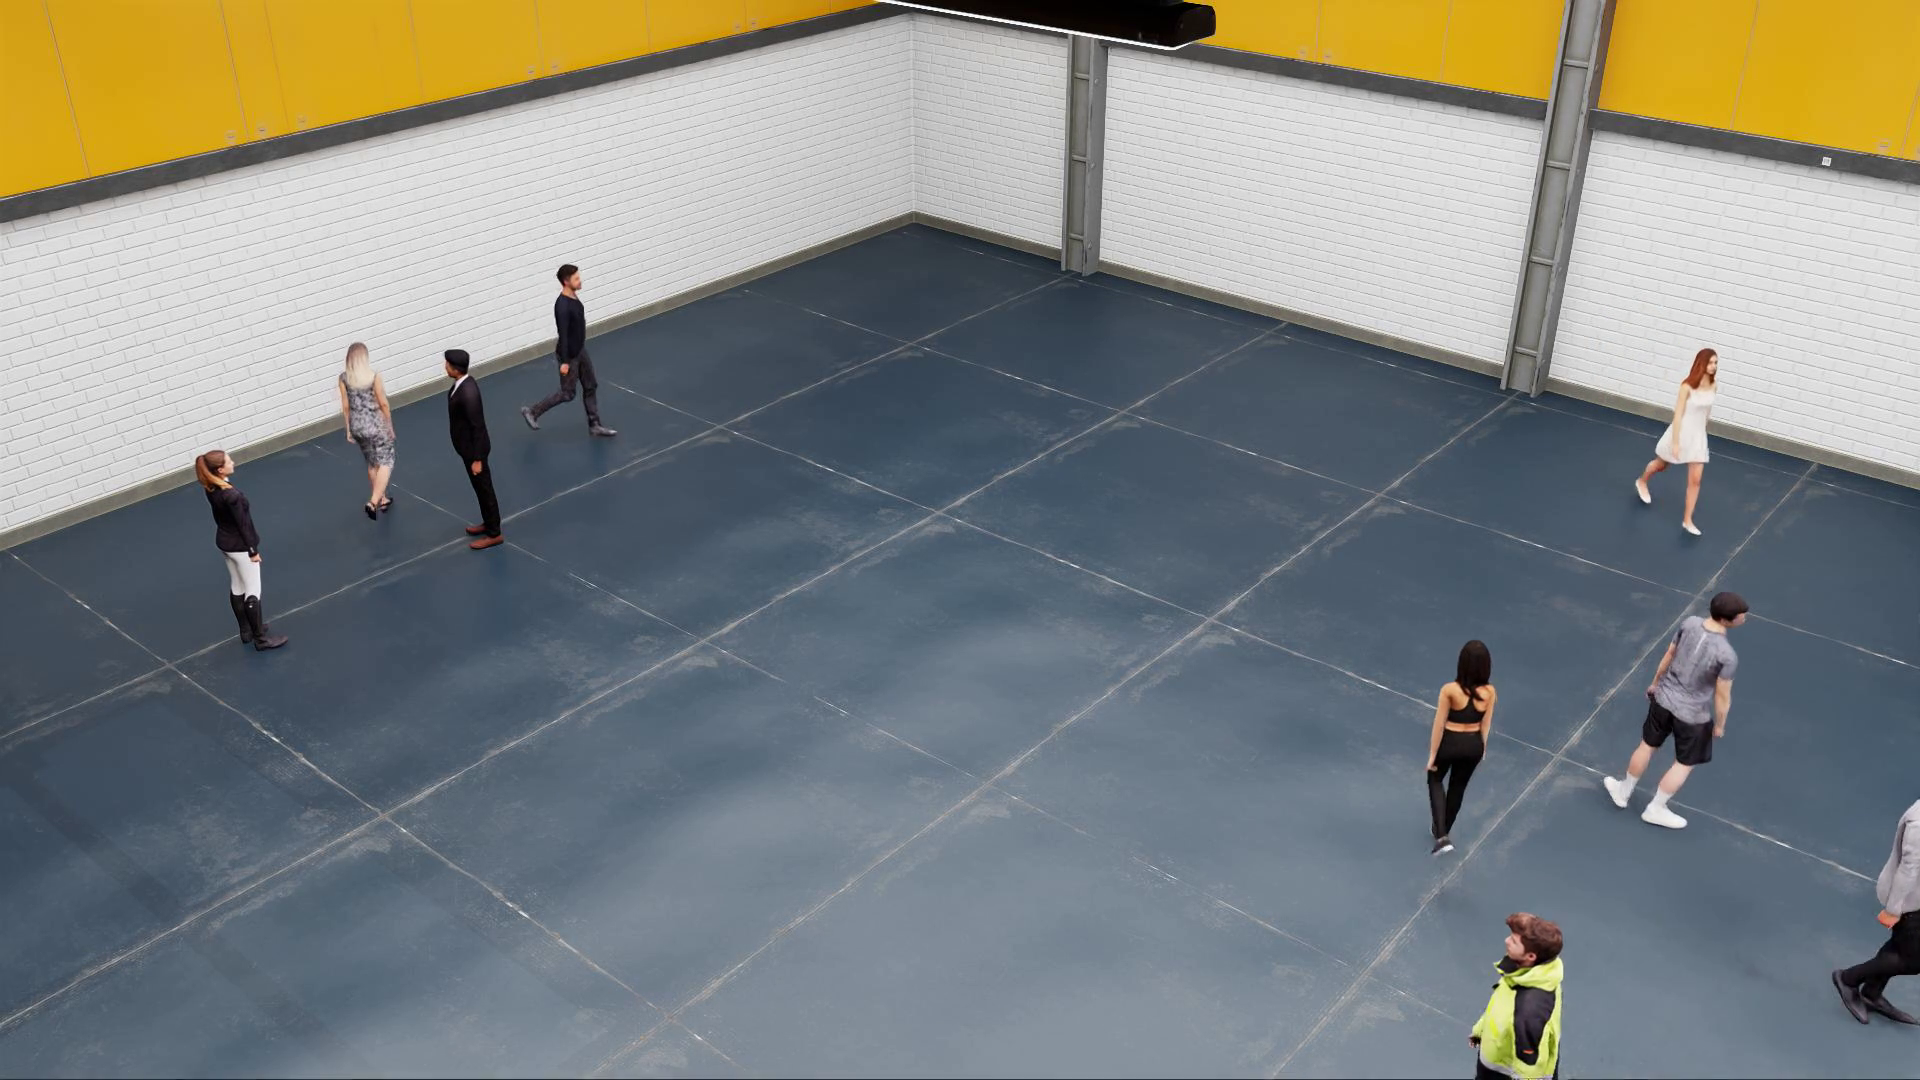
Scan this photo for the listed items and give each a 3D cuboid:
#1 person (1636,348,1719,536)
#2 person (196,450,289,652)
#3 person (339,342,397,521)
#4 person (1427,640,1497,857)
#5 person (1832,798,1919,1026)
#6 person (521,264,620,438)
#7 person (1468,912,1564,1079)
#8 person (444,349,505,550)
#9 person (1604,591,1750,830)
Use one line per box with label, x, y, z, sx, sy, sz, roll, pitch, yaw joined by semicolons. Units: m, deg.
person;6.547;-0.965;15.154;1.064;1.674;1.156;-3;29;-6
person;-5.728;0.068;13.203;0.479;1.729;0.632;24;36;36
person;-5.378;-0.939;15.098;0.950;1.683;0.938;1;29;2
person;3.262;1.410;10.845;0.816;1.631;0.848;1;29;2
person;5.363;1.964;9.541;0.774;1.907;0.732;-26;38;-38
person;-3.970;-1.840;16.590;1.237;1.836;1.096;1;29;1
person;2.839;2.674;8.217;1.315;1.930;1.033;11;30;19
person;-4.279;-0.828;14.692;0.834;1.877;0.697;-9;30;-17
person;4.792;1.111;11.183;1.001;1.833;0.761;-19;34;-31
